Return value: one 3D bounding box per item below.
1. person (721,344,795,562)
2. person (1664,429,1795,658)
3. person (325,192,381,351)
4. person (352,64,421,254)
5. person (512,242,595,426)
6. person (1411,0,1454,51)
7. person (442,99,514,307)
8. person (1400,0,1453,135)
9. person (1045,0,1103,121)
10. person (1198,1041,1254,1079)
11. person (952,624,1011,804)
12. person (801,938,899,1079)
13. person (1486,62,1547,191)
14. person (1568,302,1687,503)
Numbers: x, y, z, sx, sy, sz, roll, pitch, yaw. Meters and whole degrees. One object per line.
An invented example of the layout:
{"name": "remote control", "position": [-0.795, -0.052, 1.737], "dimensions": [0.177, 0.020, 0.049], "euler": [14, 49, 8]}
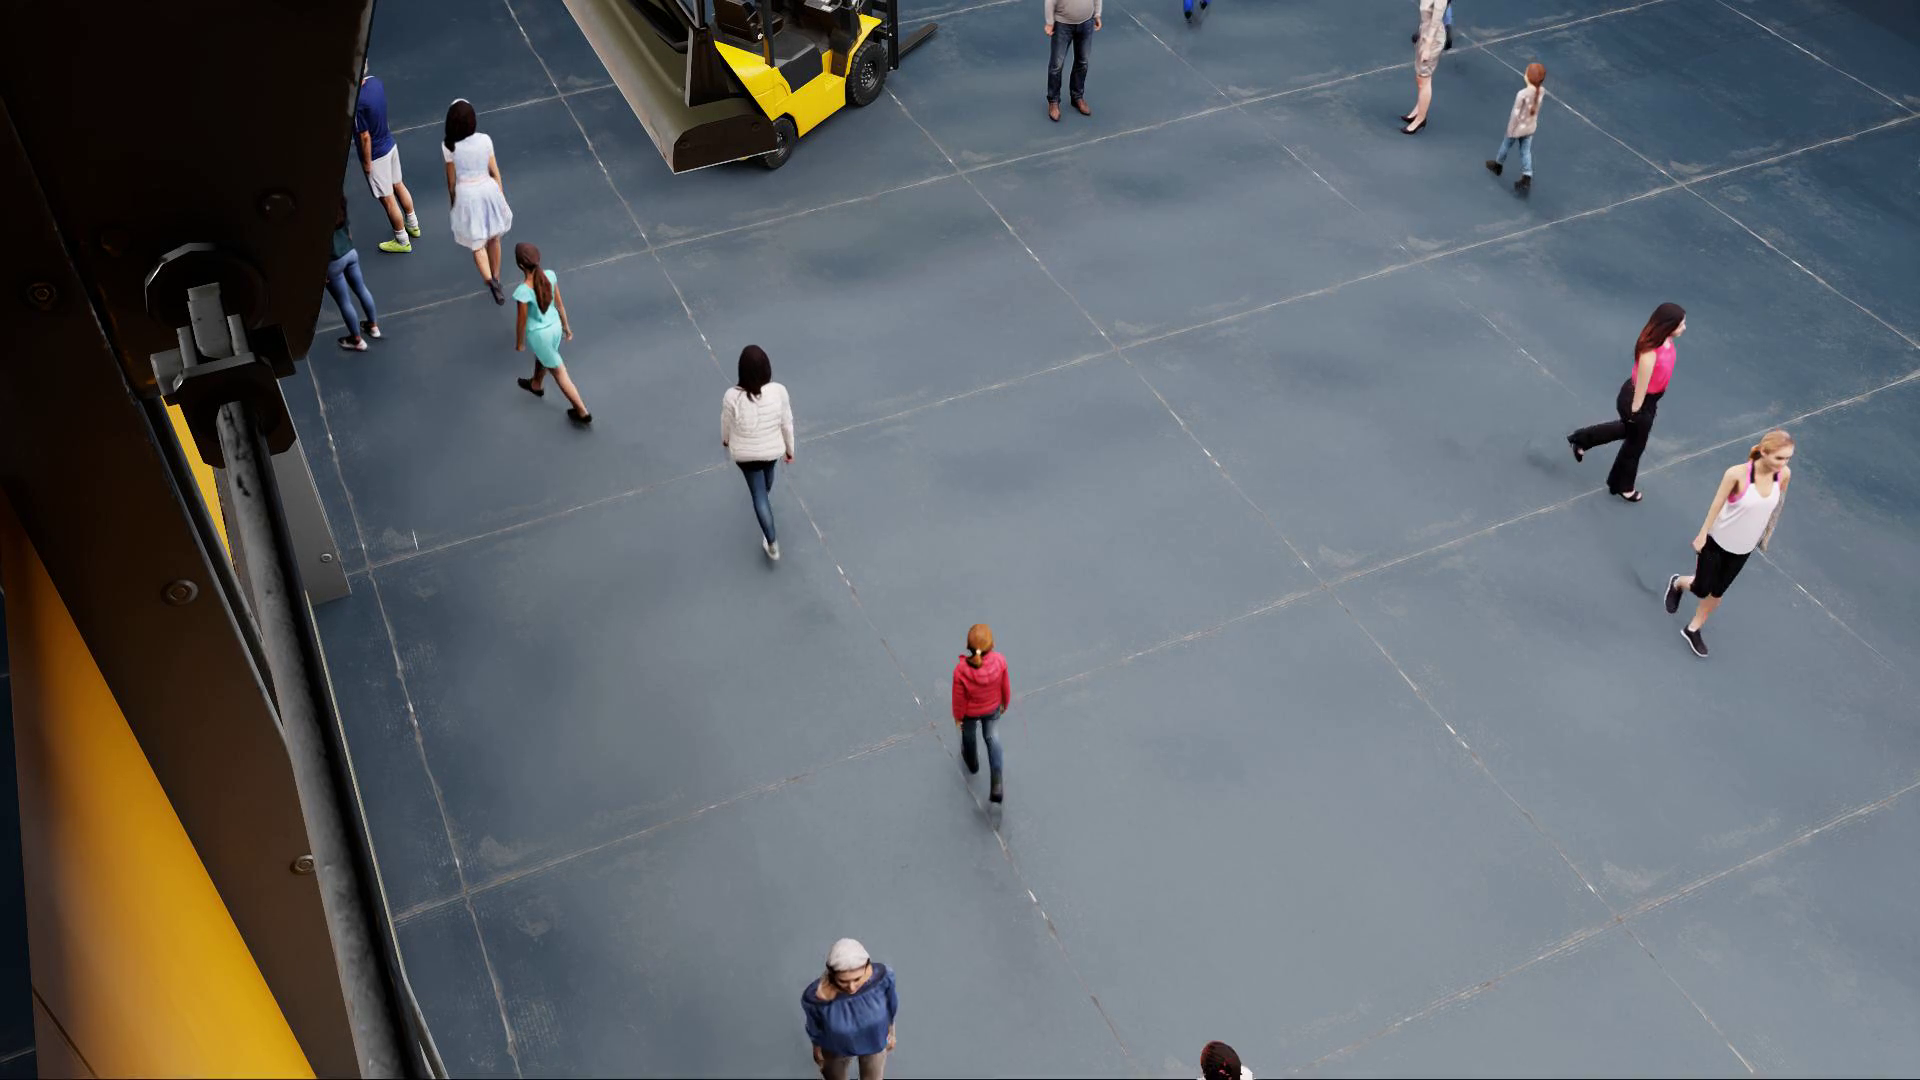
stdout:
{"name": "person", "position": [-1.365, -0.575, 11.368], "dimensions": [0.676, 1.593, 1.102], "euler": [-13, 45, -14]}
{"name": "person", "position": [4.909, -0.054, 10.687], "dimensions": [0.780, 1.780, 0.886], "euler": [-3, 44, -4]}
{"name": "person", "position": [-4.905, -2.229, 13.088], "dimensions": [0.756, 1.616, 0.711], "euler": [21, 47, 20]}
{"name": "person", "position": [-4.922, -3.292, 14.044], "dimensions": [0.776, 1.837, 0.668], "euler": [6, 44, 6]}
{"name": "person", "position": [-3.049, -1.504, 12.397], "dimensions": [1.111, 1.519, 0.911], "euler": [25, 49, 24]}
{"name": "person", "position": [4.857, -5.647, 16.674], "dimensions": [0.684, 1.618, 0.867], "euler": [-12, 45, -12]}
{"name": "person", "position": [-3.851, -2.642, 13.392], "dimensions": [0.714, 1.795, 1.008], "euler": [-15, 46, -15]}
{"name": "person", "position": [4.390, -4.637, 15.524], "dimensions": [0.725, 1.743, 0.634], "euler": [8, 44, 8]}
{"name": "person", "position": [1.068, -4.919, 15.703], "dimensions": [0.759, 1.905, 0.648], "euler": [-13, 45, -14]}
{"name": "person", "position": [1.214, 2.848, 7.895], "dimensions": [0.563, 1.428, 0.874], "euler": [-16, 46, -17]}
{"name": "person", "position": [0.135, 1.047, 9.878], "dimensions": [0.612, 1.301, 0.860], "euler": [-10, 44, -10]}
{"name": "person", "position": [-0.545, 2.387, 8.196], "dimensions": [0.667, 1.681, 0.927], "euler": [-14, 45, -14]}
{"name": "person", "position": [5.089, -3.700, 14.951], "dimensions": [0.540, 1.176, 0.837], "euler": [-14, 45, -14]}
{"name": "person", "position": [4.736, -0.996, 11.773], "dimensions": [0.963, 1.645, 0.856], "euler": [22, 48, 21]}
